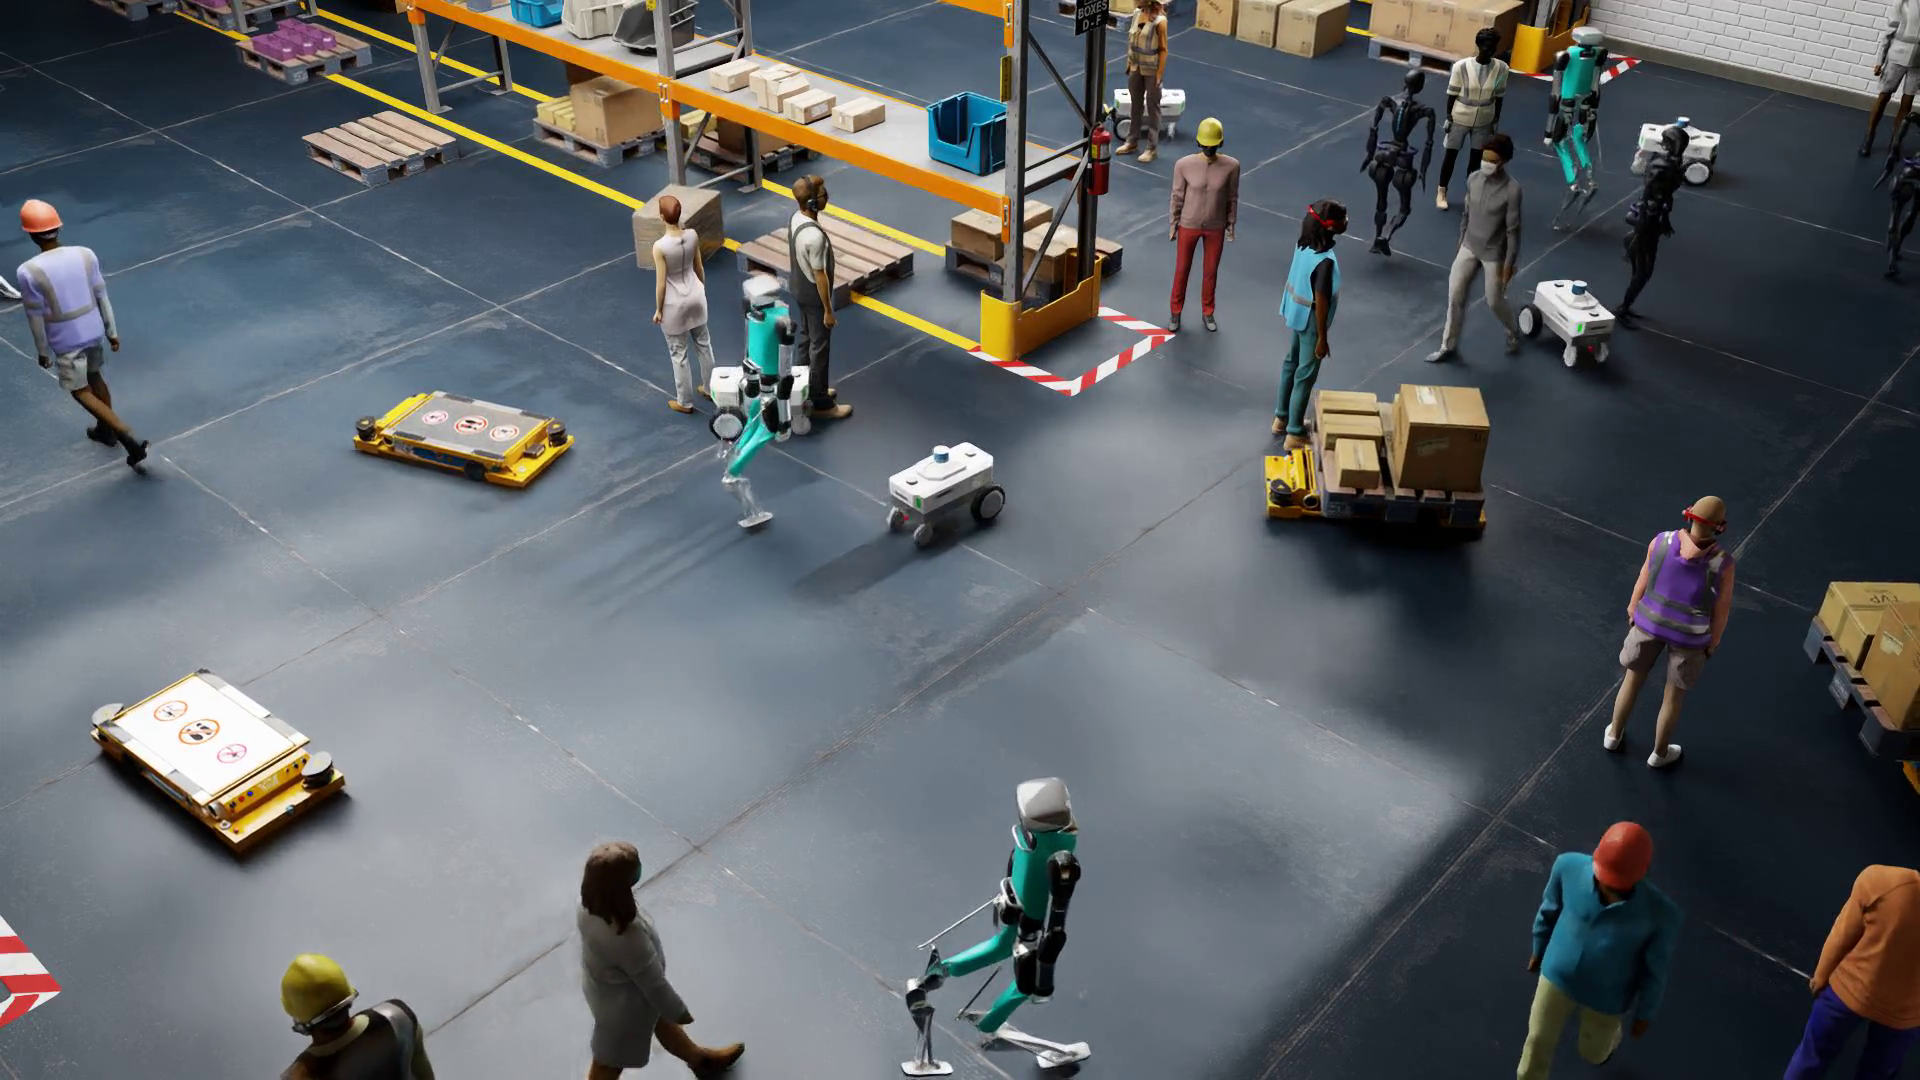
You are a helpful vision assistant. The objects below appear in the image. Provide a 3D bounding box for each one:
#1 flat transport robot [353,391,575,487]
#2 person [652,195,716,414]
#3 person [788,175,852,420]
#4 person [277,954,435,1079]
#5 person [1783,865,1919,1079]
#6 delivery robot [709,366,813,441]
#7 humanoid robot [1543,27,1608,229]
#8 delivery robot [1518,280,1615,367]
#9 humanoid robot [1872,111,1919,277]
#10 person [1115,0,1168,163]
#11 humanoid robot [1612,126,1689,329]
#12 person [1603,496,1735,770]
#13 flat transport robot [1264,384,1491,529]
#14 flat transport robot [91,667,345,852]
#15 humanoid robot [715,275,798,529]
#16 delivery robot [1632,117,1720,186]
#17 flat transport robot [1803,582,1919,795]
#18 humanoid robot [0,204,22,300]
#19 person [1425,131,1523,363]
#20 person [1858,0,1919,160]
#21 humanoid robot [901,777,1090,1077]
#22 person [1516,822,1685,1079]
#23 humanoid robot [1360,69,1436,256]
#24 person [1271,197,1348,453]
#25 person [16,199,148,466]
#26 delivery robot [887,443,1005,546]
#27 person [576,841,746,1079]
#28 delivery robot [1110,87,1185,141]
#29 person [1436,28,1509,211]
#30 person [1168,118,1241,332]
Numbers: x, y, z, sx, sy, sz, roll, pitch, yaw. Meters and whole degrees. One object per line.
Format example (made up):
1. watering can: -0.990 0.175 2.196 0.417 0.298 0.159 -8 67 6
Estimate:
1. flat transport robot: -3.550 -0.742 11.885 1.431 0.231 0.659 13 37 18
2. person: -2.017 -1.704 12.050 0.272 1.659 0.455 29 44 35
3. person: -1.030 -1.737 11.940 0.346 1.846 0.505 -16 38 -21
4. person: -2.218 2.239 6.211 0.426 1.810 0.596 22 40 28
5. person: 3.714 1.815 6.686 0.516 1.974 0.398 19 39 25
6. delivery robot: -1.478 -1.047 12.092 0.791 0.614 0.499 -1 35 -1
7. humanoid robot: 5.506 -3.542 14.665 0.539 1.787 0.781 -14 37 -19
8. delivery robot: 4.814 -1.754 13.115 0.499 0.612 0.815 -8 35 -11
9. humanoid robot: 8.086 -3.035 14.020 0.590 1.652 0.748 6 35 9
10. person: 1.785 -4.536 16.053 0.323 1.776 0.468 -25 42 -31
11. humanoid robot: 5.455 -2.479 13.164 0.309 1.659 0.609 28 43 34
12. person: 3.781 0.493 8.841 0.491 1.693 0.348 24 41 31
13. flat transport robot: 2.816 -0.365 11.339 1.431 0.231 0.659 4 35 5
14. flat transport robot: -4.093 1.163 9.126 1.431 0.231 0.659 24 41 30
15. humanoid robot: -1.389 -0.770 10.675 0.744 1.827 0.530 -22 40 -29
16. delivery robot: 6.924 -3.753 16.011 0.805 0.612 0.499 14 37 20
17. flat transport robot: 5.514 0.964 9.413 0.659 0.231 1.431 1 35 2
18. humanoid robot: -8.263 -2.805 13.647 1.070 1.753 0.536 19 39 25
19. person: 4.037 -2.229 12.641 0.783 1.864 0.572 -23 41 -29
20. person: 9.165 -4.635 16.070 0.548 1.927 0.390 13 37 18
21. humanoid robot: 0.086 1.753 7.022 1.046 1.762 0.541 -9 36 -12
22. person: 2.653 1.782 6.940 0.571 1.725 0.681 28 43 34
23. humanoid robot: 3.693 -3.206 14.222 0.601 1.649 0.469 20 39 27
24. person: 2.423 -1.497 11.572 0.370 1.865 0.541 -5 35 -7
25. person: -6.004 -1.390 11.383 0.818 1.914 0.543 19 39 25
26. delivery robot: -0.115 -0.353 11.065 0.793 0.590 0.499 -27 43 -33
27. person: -1.371 1.888 6.898 0.920 1.605 0.475 -17 38 -23
28. delivery robot: 1.882 -4.367 16.903 0.785 0.614 0.510 1 35 1
29. person: 4.640 -3.809 15.078 0.531 1.693 0.319 1 35 2
30. person: 1.906 -2.460 13.056 0.533 1.767 0.317 0 35 0
